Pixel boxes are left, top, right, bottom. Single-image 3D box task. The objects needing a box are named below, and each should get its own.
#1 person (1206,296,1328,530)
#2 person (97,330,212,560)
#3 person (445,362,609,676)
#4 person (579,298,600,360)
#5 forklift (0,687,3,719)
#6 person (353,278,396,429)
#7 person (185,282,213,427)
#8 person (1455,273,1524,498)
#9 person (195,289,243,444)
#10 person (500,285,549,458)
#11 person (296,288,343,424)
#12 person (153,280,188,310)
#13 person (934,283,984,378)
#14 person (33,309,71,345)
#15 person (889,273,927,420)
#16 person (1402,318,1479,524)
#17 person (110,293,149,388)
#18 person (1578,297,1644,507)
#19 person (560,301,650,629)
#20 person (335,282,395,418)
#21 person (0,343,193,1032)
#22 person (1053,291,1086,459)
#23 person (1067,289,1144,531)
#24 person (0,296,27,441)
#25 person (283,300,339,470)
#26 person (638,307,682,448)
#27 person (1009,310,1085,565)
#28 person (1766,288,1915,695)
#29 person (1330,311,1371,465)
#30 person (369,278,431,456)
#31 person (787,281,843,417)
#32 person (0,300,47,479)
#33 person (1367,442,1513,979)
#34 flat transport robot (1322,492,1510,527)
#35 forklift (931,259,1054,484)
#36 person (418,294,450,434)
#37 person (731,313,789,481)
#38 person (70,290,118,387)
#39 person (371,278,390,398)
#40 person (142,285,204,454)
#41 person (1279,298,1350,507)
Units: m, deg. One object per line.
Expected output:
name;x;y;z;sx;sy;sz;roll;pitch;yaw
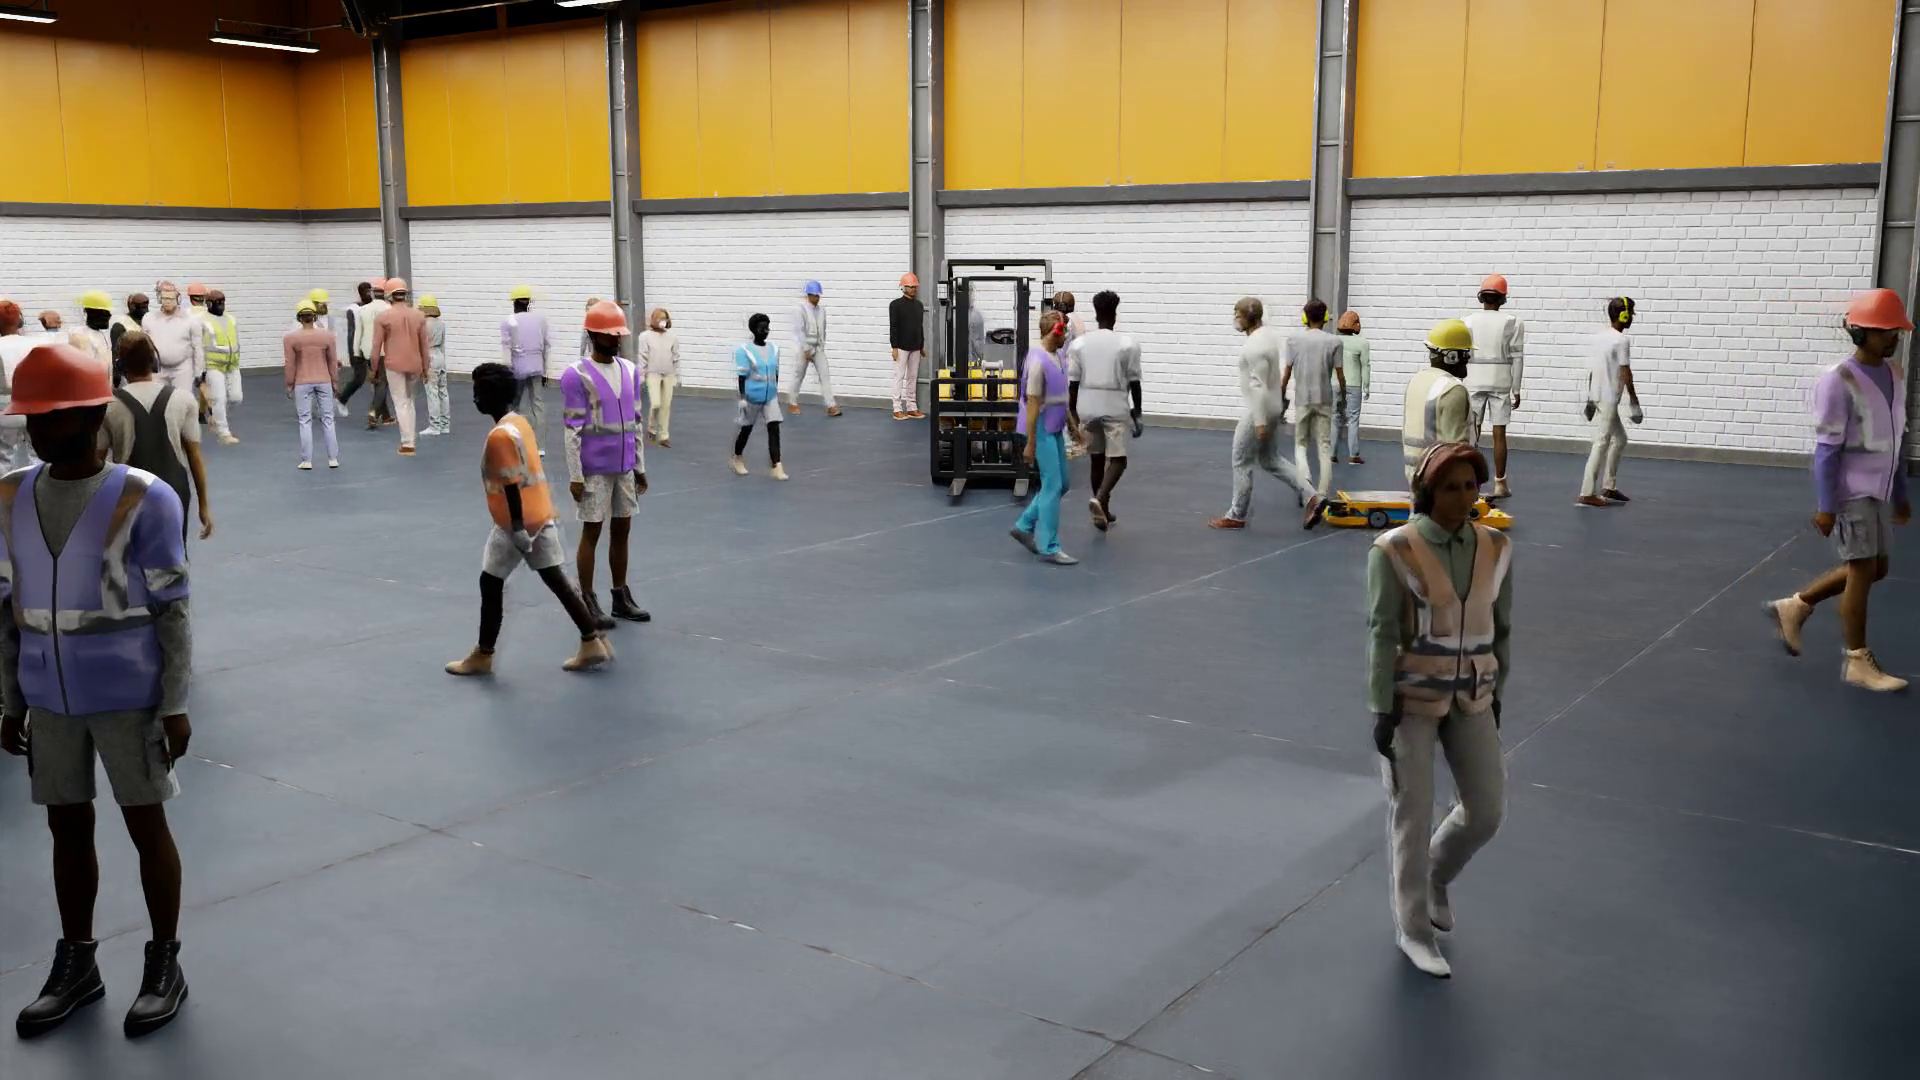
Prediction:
person;2.468;-0.990;13.224;0.876;1.904;0.646;3;10;18
person;-4.223;-0.176;8.628;0.536;1.795;0.954;-7;12;-35
person;-2.248;-0.105;8.648;0.834;1.650;0.522;0;10;3
person;-5.456;-2.782;24.696;0.784;1.598;0.530;7;12;35
forklift;-5.296;-0.090;6.943;1.214;2.155;2.313;7;12;35
person;-7.569;-2.421;21.603;0.650;1.953;0.954;1;10;5
person;-9.920;-2.432;21.793;0.985;1.899;0.553;9;13;42
person;4.828;-1.402;15.202;0.607;2.045;0.390;5;11;26
person;-8.808;-2.049;19.709;0.553;1.827;0.631;5;11;29
person;-4.867;-1.872;18.443;0.619;1.885;0.910;-9;13;-43
person;-8.408;-2.407;21.867;0.442;1.811;0.628;4;10;24
person;-10.913;-2.615;22.860;0.508;1.892;0.672;1;10;9
person;-0.019;-1.951;18.862;0.632;1.909;0.647;-5;11;-28
person;-10.170;-1.792;18.803;0.600;1.623;0.529;4;10;24
person;-0.706;-2.645;22.745;0.611;1.996;0.379;-9;13;-44
person;2.783;-0.362;9.637;0.403;1.830;0.598;-2;10;-11
person;-9.333;-1.925;19.069;0.945;1.788;0.634;3;10;15
person;5.777;-1.196;14.585;0.694;1.844;0.540;0;10;1
person;-2.069;-0.439;9.817;0.382;1.930;0.539;7;12;36
person;-8.202;-2.596;22.814;0.856;1.890;0.596;5;11;27
person;-2.425;0.424;4.642;0.544;1.939;0.372;1;10;3
person;1.155;-1.797;18.205;0.432;1.836;0.618;4;10;22
person;1.129;-1.017;13.225;0.615;1.943;0.752;4;10;24
person;-11.387;-2.038;19.836;0.522;1.764;0.318;-7;12;-37
person;-6.725;-1.604;17.261;0.523;1.760;0.325;-6;11;-30
person;-3.447;-1.870;19.218;0.520;1.620;0.341;-7;12;-35
person;0.607;-0.754;12.018;0.565;1.814;0.581;3;10;18
person;4.540;-0.266;8.489;0.621;2.026;0.777;-6;11;-31
person;4.118;-1.619;17.714;0.509;1.632;0.265;6;11;31
person;-6.310;-1.934;18.606;0.747;1.970;0.617;8;13;40
person;-2.080;-2.662;23.199;0.585;1.894;1.042;-8;13;-40
person;-7.460;-0.954;13.116;0.921;1.841;0.578;9;13;43
person;1.457;0.510;5.064;0.517;1.627;0.383;-2;10;-14
flat transport robot;3.722;-0.261;13.678;1.431;0.197;0.652;1;10;6
forklift;0.370;-1.738;16.759;1.214;2.155;2.313;1;10;3
person;-6.601;-2.186;20.767;0.297;1.744;0.487;2;10;14
person;-2.022;-1.431;16.530;0.532;1.662;0.868;-7;12;-37
person;-7.702;-1.299;15.042;0.903;1.888;0.594;0;10;-3
person;-8.584;-2.952;24.843;0.641;1.908;0.407;-5;11;-28
person;-8.864;-1.926;18.765;0.661;1.889;0.640;-1;10;-8
person;3.041;-1.155;14.325;0.647;1.843;0.470;3;10;15
